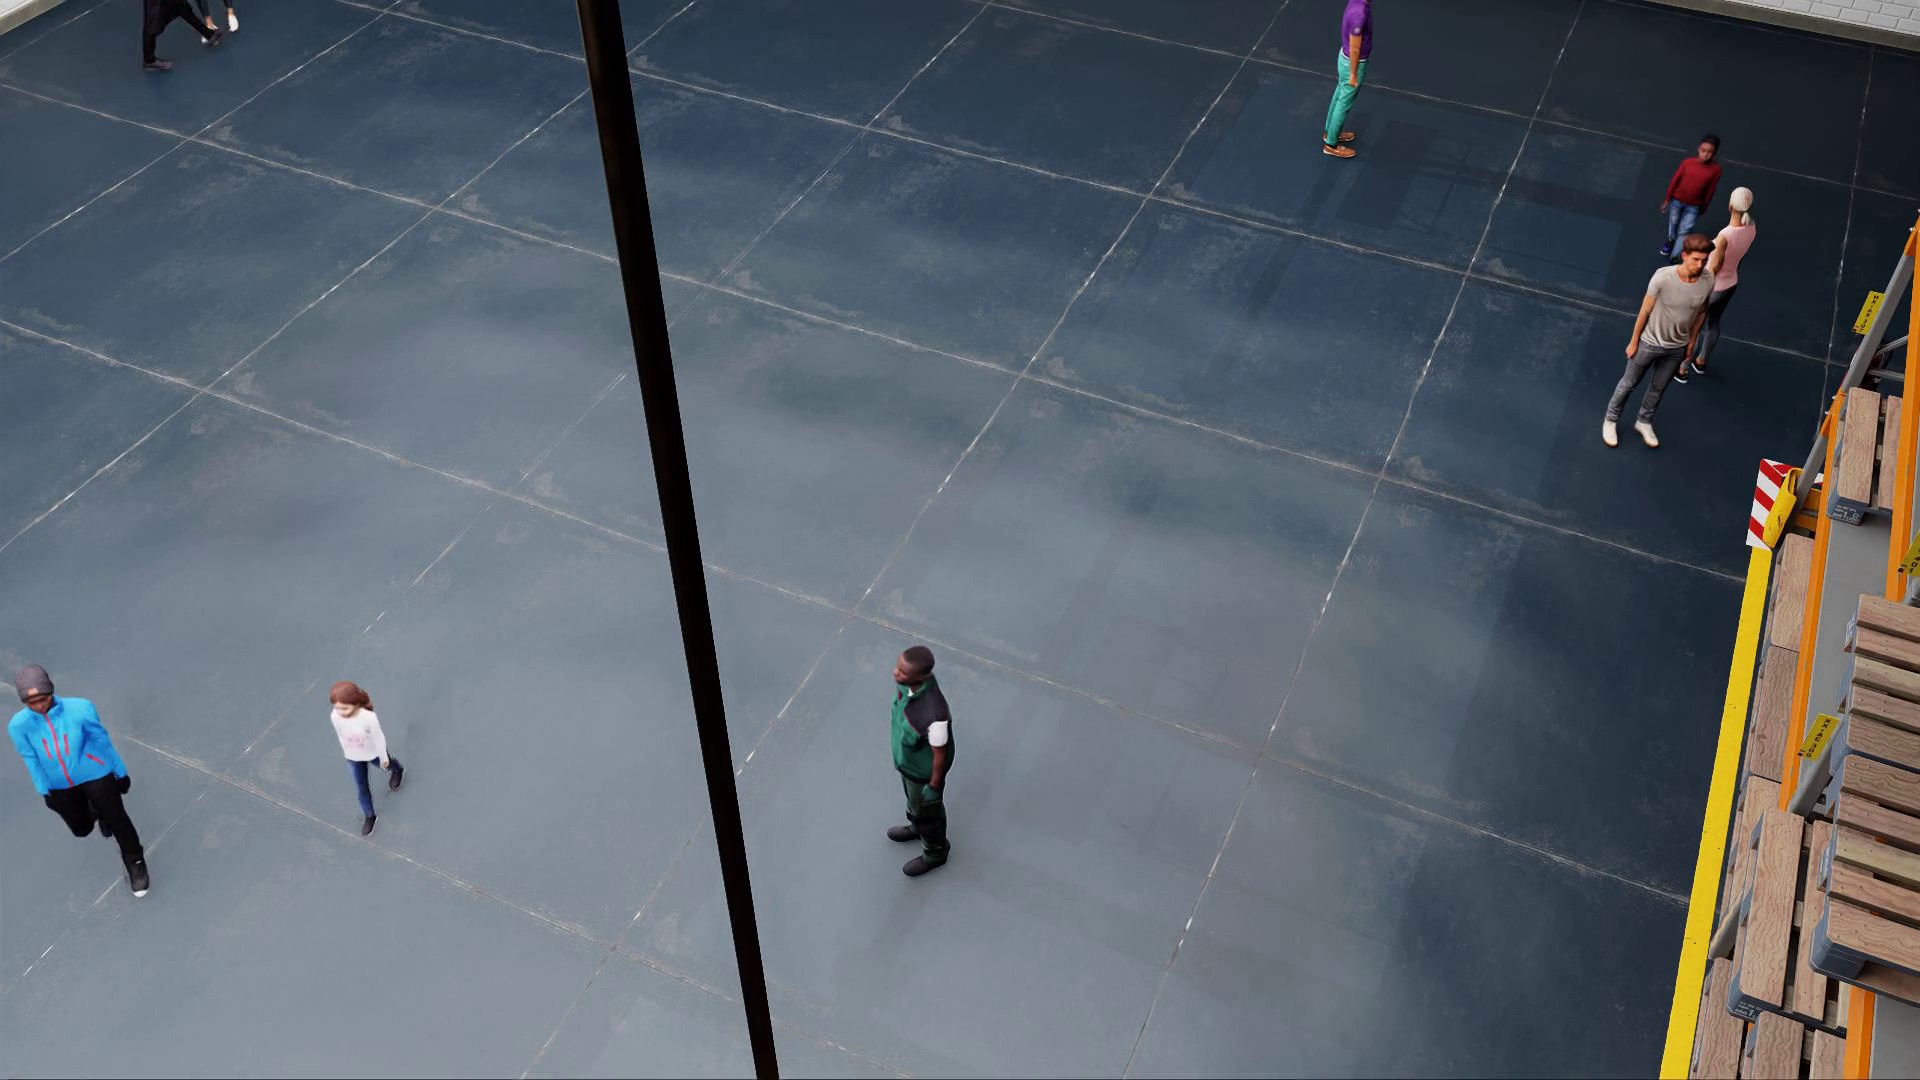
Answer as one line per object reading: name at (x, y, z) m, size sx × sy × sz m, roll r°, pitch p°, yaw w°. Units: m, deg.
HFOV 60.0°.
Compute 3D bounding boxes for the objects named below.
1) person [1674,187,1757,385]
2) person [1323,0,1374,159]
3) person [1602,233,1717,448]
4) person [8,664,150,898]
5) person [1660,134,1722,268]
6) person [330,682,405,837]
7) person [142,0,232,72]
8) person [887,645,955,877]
person at (5.965, -2.001, 13.105) m, size 0.626 × 1.723 × 0.709 m, roll -20°, pitch 47°, yaw -20°
person at (3.685, -4.502, 15.697) m, size 0.741 × 1.768 × 0.583 m, roll 5°, pitch 44°, yaw 5°
person at (5.262, -1.507, 12.463) m, size 0.716 × 1.893 × 0.691 m, roll 1°, pitch 44°, yaw 1°
person at (-5.071, 1.304, 9.593) m, size 0.951 × 1.782 × 1.006 m, roll -15°, pitch 46°, yaw -15°
person at (6.362, -2.997, 14.507) m, size 0.588 × 1.232 × 0.859 m, roll 25°, pitch 49°, yaw 24°
person at (-3.615, 1.237, 10.166) m, size 0.628 × 1.088 × 0.834 m, roll 3°, pitch 44°, yaw 3°
person at (-8.285, -5.623, 16.863) m, size 1.337 × 1.783 × 1.028 m, roll -30°, pitch 51°, yaw -28°
person at (-0.219, 1.253, 9.605) m, size 0.837 × 1.840 × 0.777 m, roll -14°, pitch 45°, yaw -14°
